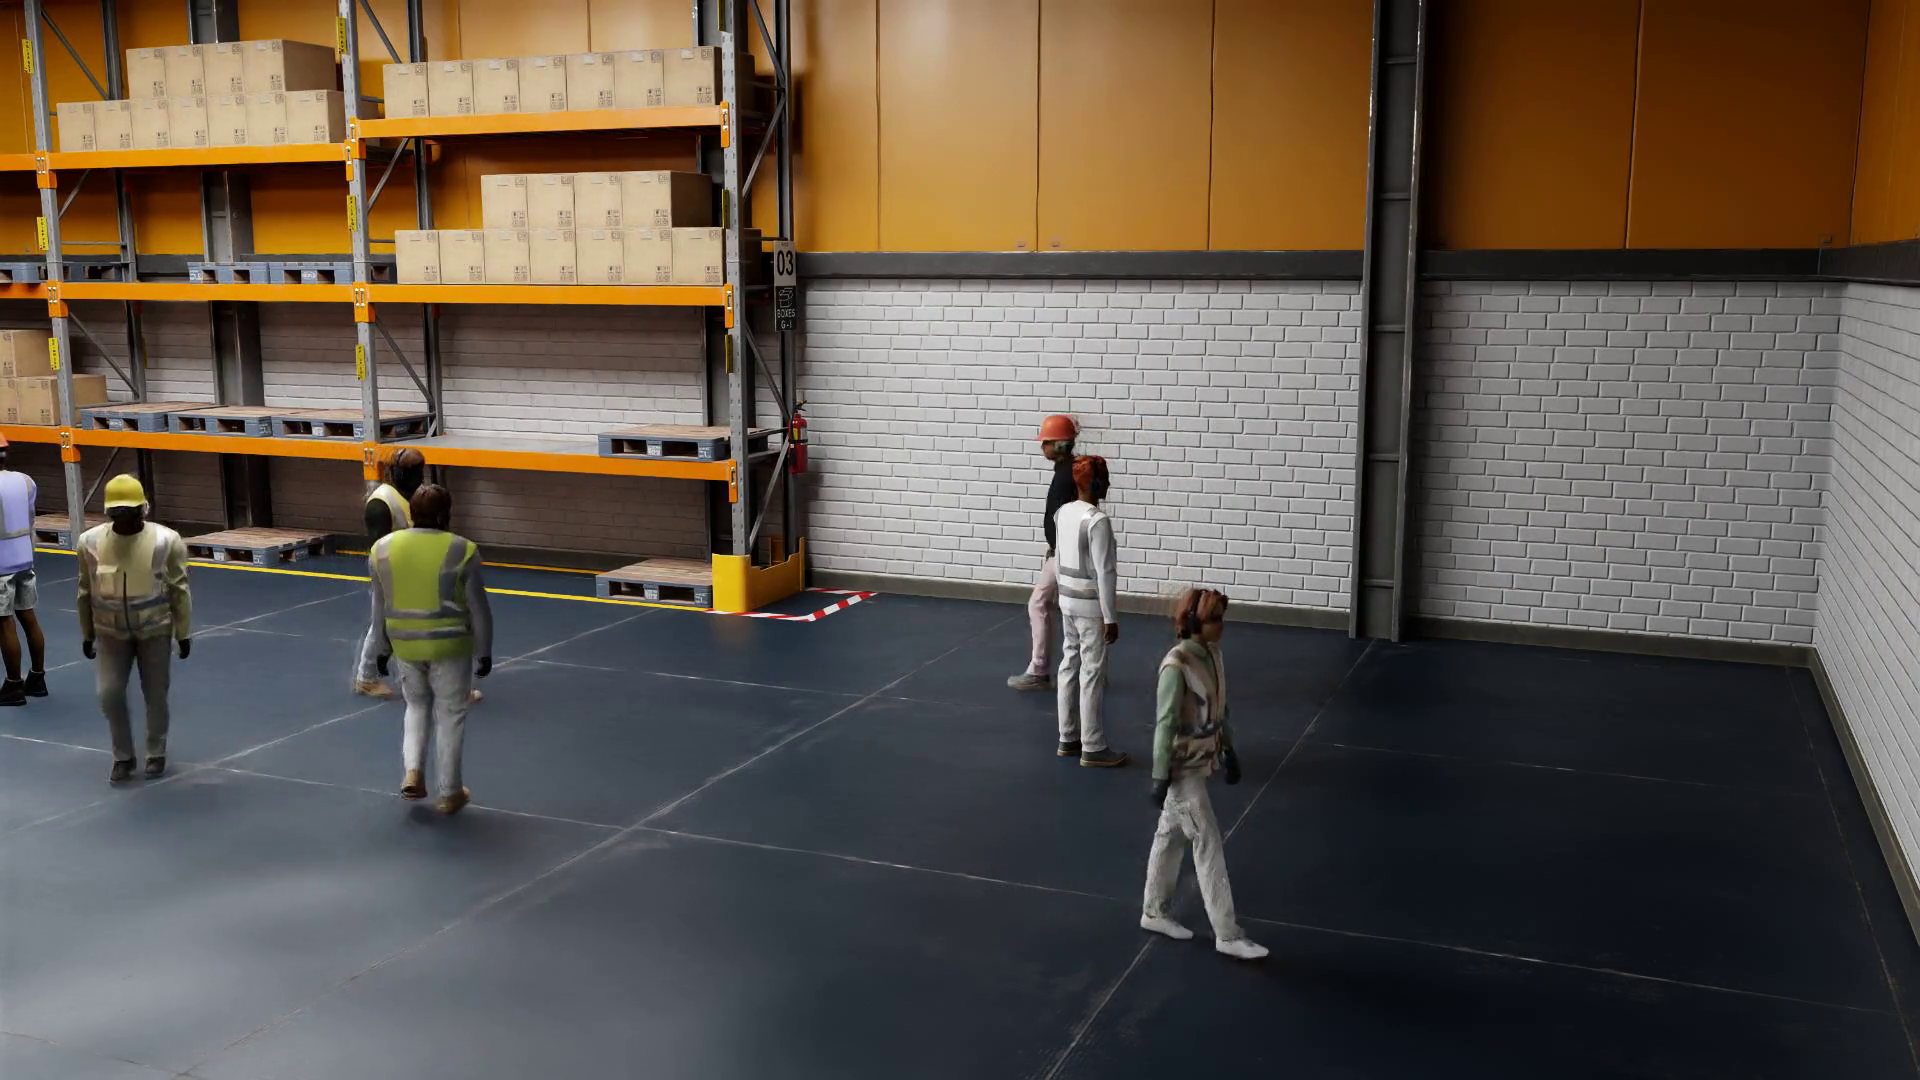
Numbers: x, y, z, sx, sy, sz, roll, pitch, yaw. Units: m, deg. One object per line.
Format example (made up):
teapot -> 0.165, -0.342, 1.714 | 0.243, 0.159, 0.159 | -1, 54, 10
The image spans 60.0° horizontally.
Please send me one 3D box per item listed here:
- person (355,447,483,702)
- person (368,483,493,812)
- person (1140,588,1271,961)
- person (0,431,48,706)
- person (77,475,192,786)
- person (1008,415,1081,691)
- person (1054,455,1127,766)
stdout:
person -> -3.817, 0.245, 11.455 | 0.976, 1.787, 0.633 | 4, 10, 24
person -> -2.891, 0.597, 9.170 | 0.654, 1.826, 0.452 | 1, 9, 4
person -> 1.111, 1.015, 7.256 | 0.745, 1.606, 0.546 | 5, 11, 27
person -> -6.568, 0.175, 11.401 | 0.370, 1.935, 0.543 | 1, 9, 9
person -> -4.783, 0.523, 9.640 | 0.617, 1.810, 0.545 | -3, 10, -16
person -> 0.666, 0.094, 11.812 | 0.796, 1.965, 0.643 | 3, 10, 16
person -> 0.778, 0.423, 10.062 | 0.355, 1.882, 0.575 | -5, 11, -27
